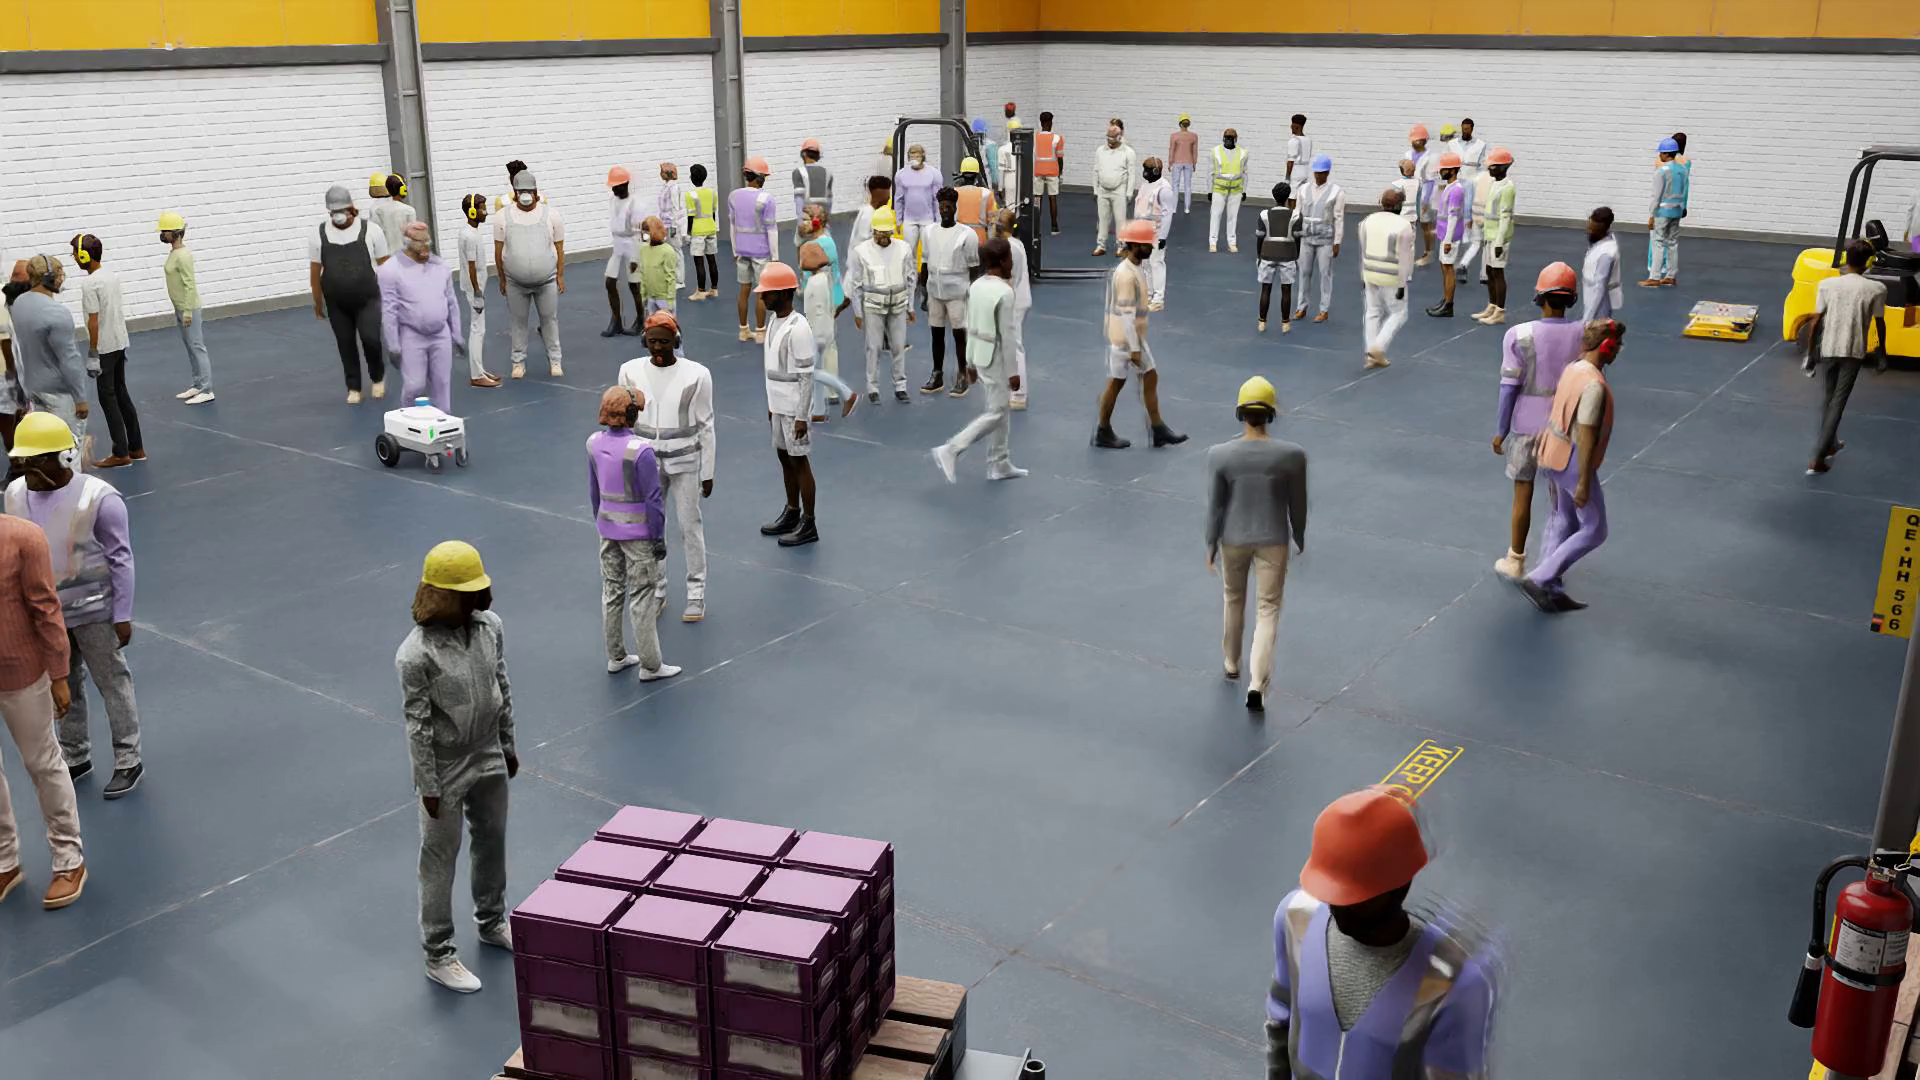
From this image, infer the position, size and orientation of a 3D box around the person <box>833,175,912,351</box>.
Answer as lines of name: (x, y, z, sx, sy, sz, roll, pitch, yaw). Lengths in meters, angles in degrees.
person: (-1.094, -2.895, 17.568, 1.075, 1.899, 0.657, 1, 18, 2)

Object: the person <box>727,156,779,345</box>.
person: (-2.220, -3.145, 18.114, 0.613, 2.033, 0.410, 10, 20, 29)

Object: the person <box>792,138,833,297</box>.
person: (-1.836, -4.017, 20.889, 0.626, 1.987, 0.805, -12, 22, -34)

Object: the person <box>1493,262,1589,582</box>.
person: (3.690, -0.734, 10.547, 0.609, 2.044, 0.393, 1, 18, 2)

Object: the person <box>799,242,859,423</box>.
person: (-1.187, -1.805, 14.601, 0.469, 1.614, 0.505, -2, 18, -6)

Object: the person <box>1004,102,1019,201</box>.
person: (1.017, -7.398, 31.712, 0.345, 1.853, 0.727, 3, 18, 10)

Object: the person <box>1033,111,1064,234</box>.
person: (1.384, -5.946, 26.980, 0.608, 1.963, 0.374, 3, 18, 10)

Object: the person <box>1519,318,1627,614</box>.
person: (3.688, -0.426, 9.946, 0.428, 1.819, 0.603, 2, 18, 6)

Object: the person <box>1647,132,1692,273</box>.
person: (9.851, -4.685, 23.125, 0.401, 1.911, 0.590, -7, 19, -21)

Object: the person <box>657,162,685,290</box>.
person: (-3.769, -4.102, 21.736, 0.307, 1.641, 0.514, -8, 19, -22)

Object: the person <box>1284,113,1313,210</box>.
person: (5.358, -5.778, 26.471, 0.377, 1.961, 0.606, 15, 23, 38)

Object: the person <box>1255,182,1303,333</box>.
person: (3.591, -3.179, 18.773, 0.529, 1.689, 0.321, 5, 19, 16)

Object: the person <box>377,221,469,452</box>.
person: (-4.402, -1.672, 13.720, 0.412, 1.912, 0.674, 17, 24, 42)

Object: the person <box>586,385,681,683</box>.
person: (-1.791, -0.030, 9.003, 0.510, 1.639, 0.308, 12, 21, 34)

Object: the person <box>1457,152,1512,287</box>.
person: (6.869, -4.187, 21.759, 0.602, 1.790, 0.631, -13, 22, -35)

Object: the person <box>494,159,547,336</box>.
person: (-4.856, -3.232, 18.504, 0.606, 1.957, 0.375, -11, 21, -31)

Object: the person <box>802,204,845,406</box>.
person: (-1.256, -2.159, 15.325, 0.391, 1.846, 0.564, -2, 18, -5)

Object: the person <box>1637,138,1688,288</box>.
person: (9.257, -4.295, 21.878, 0.618, 1.935, 0.431, -10, 20, -29)

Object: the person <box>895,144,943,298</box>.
person: (-0.523, -4.041, 21.084, 0.631, 1.930, 0.383, 4, 18, 12)

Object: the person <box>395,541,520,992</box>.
person: (-1.825, 0.826, 6.172, 0.335, 1.735, 0.485, 10, 20, 28)

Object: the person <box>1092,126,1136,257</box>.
person: (2.247, -5.131, 24.533, 0.638, 1.904, 0.402, 9, 20, 26)

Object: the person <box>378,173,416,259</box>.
person: (-5.968, -2.991, 17.881, 0.513, 1.876, 0.328, 6, 19, 19)

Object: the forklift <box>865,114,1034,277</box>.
forklift: (-0.171, -4.594, 22.377, 2.313, 2.155, 1.214, 1, 18, 3)

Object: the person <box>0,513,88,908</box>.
person: (-3.891, 0.546, 6.651, 0.622, 1.982, 0.412, -2, 18, -7)

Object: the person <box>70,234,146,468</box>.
person: (-6.821, -1.504, 13.268, 0.350, 1.856, 0.526, -1, 18, -2)

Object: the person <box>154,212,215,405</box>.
person: (-7.198, -2.148, 15.420, 0.313, 1.768, 0.524, -12, 21, -33)

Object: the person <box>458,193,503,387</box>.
person: (-4.664, -2.407, 16.083, 0.324, 1.861, 0.511, -6, 19, -18)

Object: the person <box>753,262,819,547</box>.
person: (-1.190, -0.915, 11.288, 0.374, 1.935, 0.552, -9, 20, -27)

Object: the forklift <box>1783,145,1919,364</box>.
forklift: (9.803, -2.879, 17.013, 2.313, 2.155, 1.214, 12, 21, 33)

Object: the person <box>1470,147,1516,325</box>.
person: (6.184, -3.513, 19.265, 0.414, 2.034, 0.612, 1, 18, 3)

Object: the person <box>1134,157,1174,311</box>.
person: (2.315, -3.707, 20.174, 0.429, 1.842, 0.636, -7, 19, -21)

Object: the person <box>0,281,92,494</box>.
person: (-7.105, -1.326, 12.591, 0.725, 1.932, 0.668, -12, 21, -33)
